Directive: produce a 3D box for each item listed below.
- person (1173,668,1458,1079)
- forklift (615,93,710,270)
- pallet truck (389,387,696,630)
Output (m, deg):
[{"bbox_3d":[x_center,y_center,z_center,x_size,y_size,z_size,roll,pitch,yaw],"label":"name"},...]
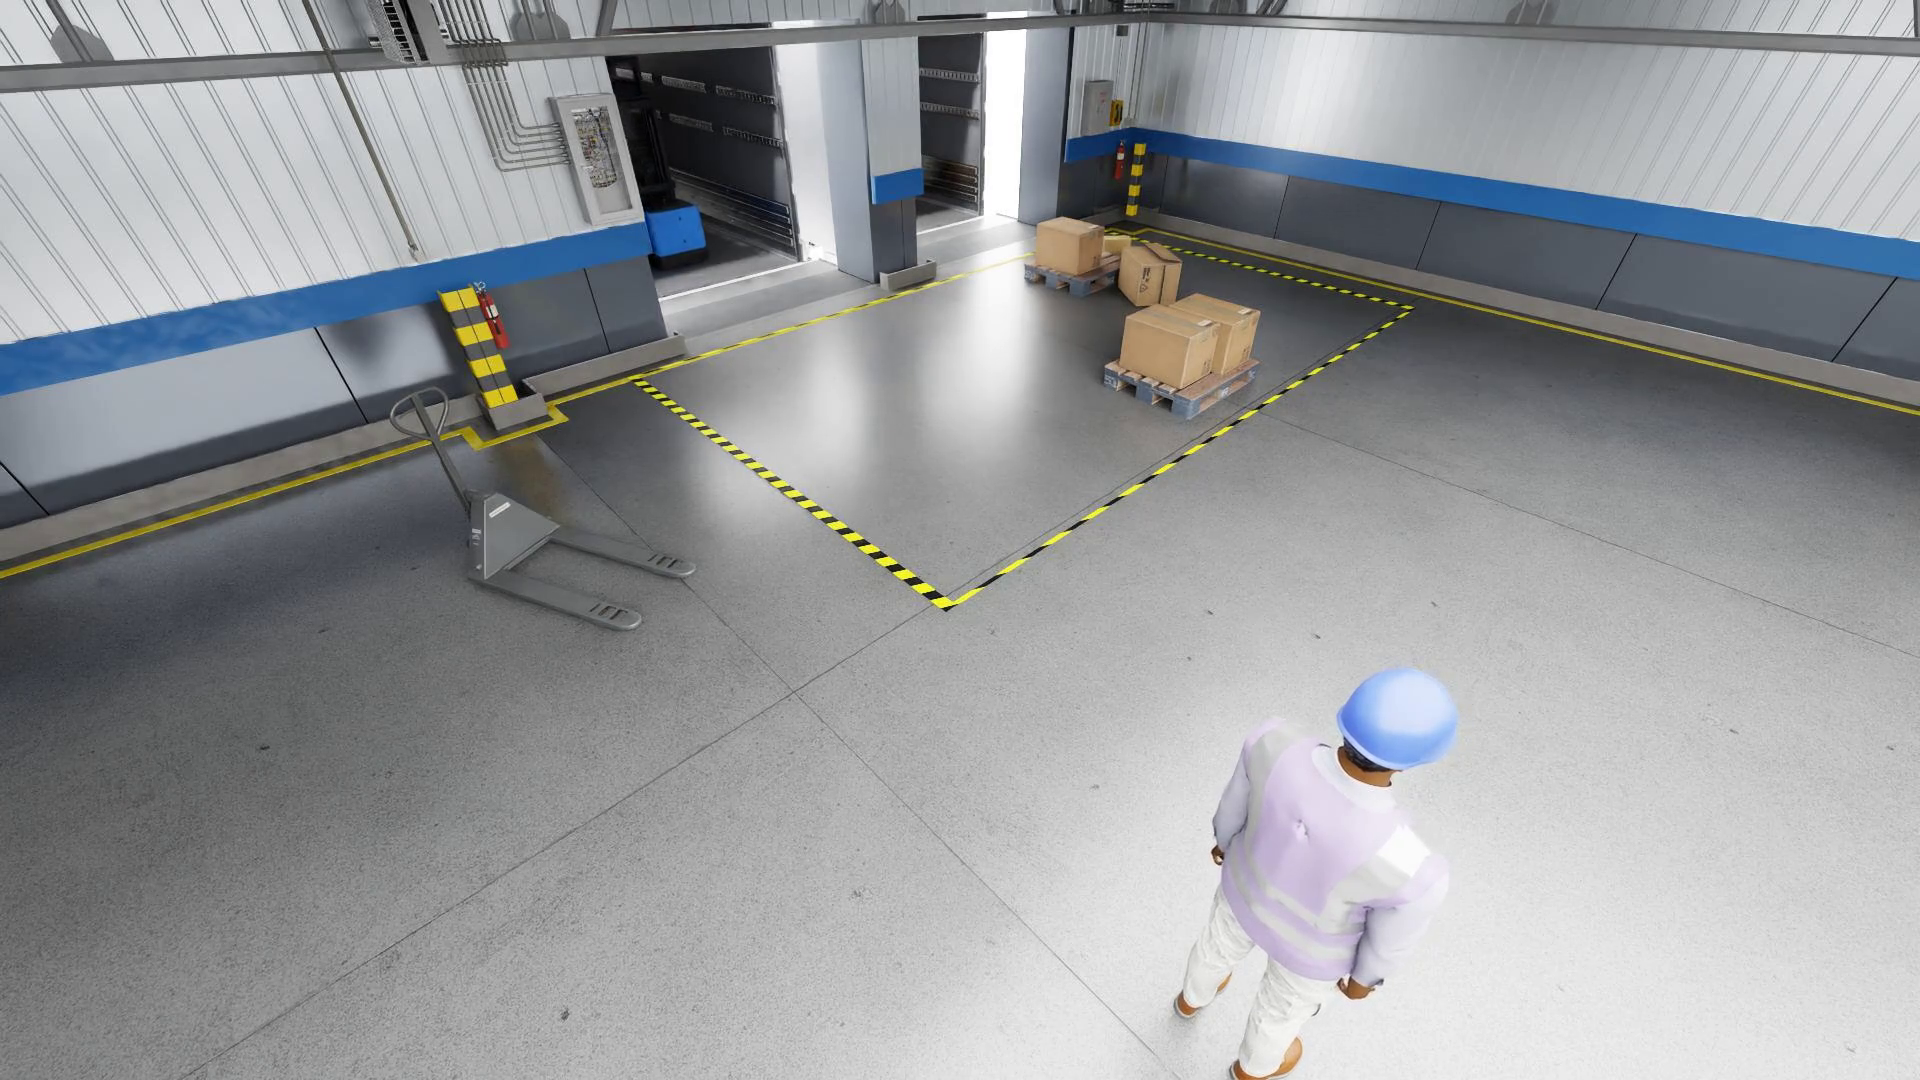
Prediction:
[{"bbox_3d":[1.026,1.108,2.259,0.398,1.948,0.604,-19,42,-23],"label":"person"},{"bbox_3d":[-4.052,-4.737,9.746,0.716,2.013,0.776,-30,47,-33],"label":"forklift"},{"bbox_3d":[-2.613,-0.247,4.593,1.601,1.201,0.680,14,40,17],"label":"pallet truck"}]
